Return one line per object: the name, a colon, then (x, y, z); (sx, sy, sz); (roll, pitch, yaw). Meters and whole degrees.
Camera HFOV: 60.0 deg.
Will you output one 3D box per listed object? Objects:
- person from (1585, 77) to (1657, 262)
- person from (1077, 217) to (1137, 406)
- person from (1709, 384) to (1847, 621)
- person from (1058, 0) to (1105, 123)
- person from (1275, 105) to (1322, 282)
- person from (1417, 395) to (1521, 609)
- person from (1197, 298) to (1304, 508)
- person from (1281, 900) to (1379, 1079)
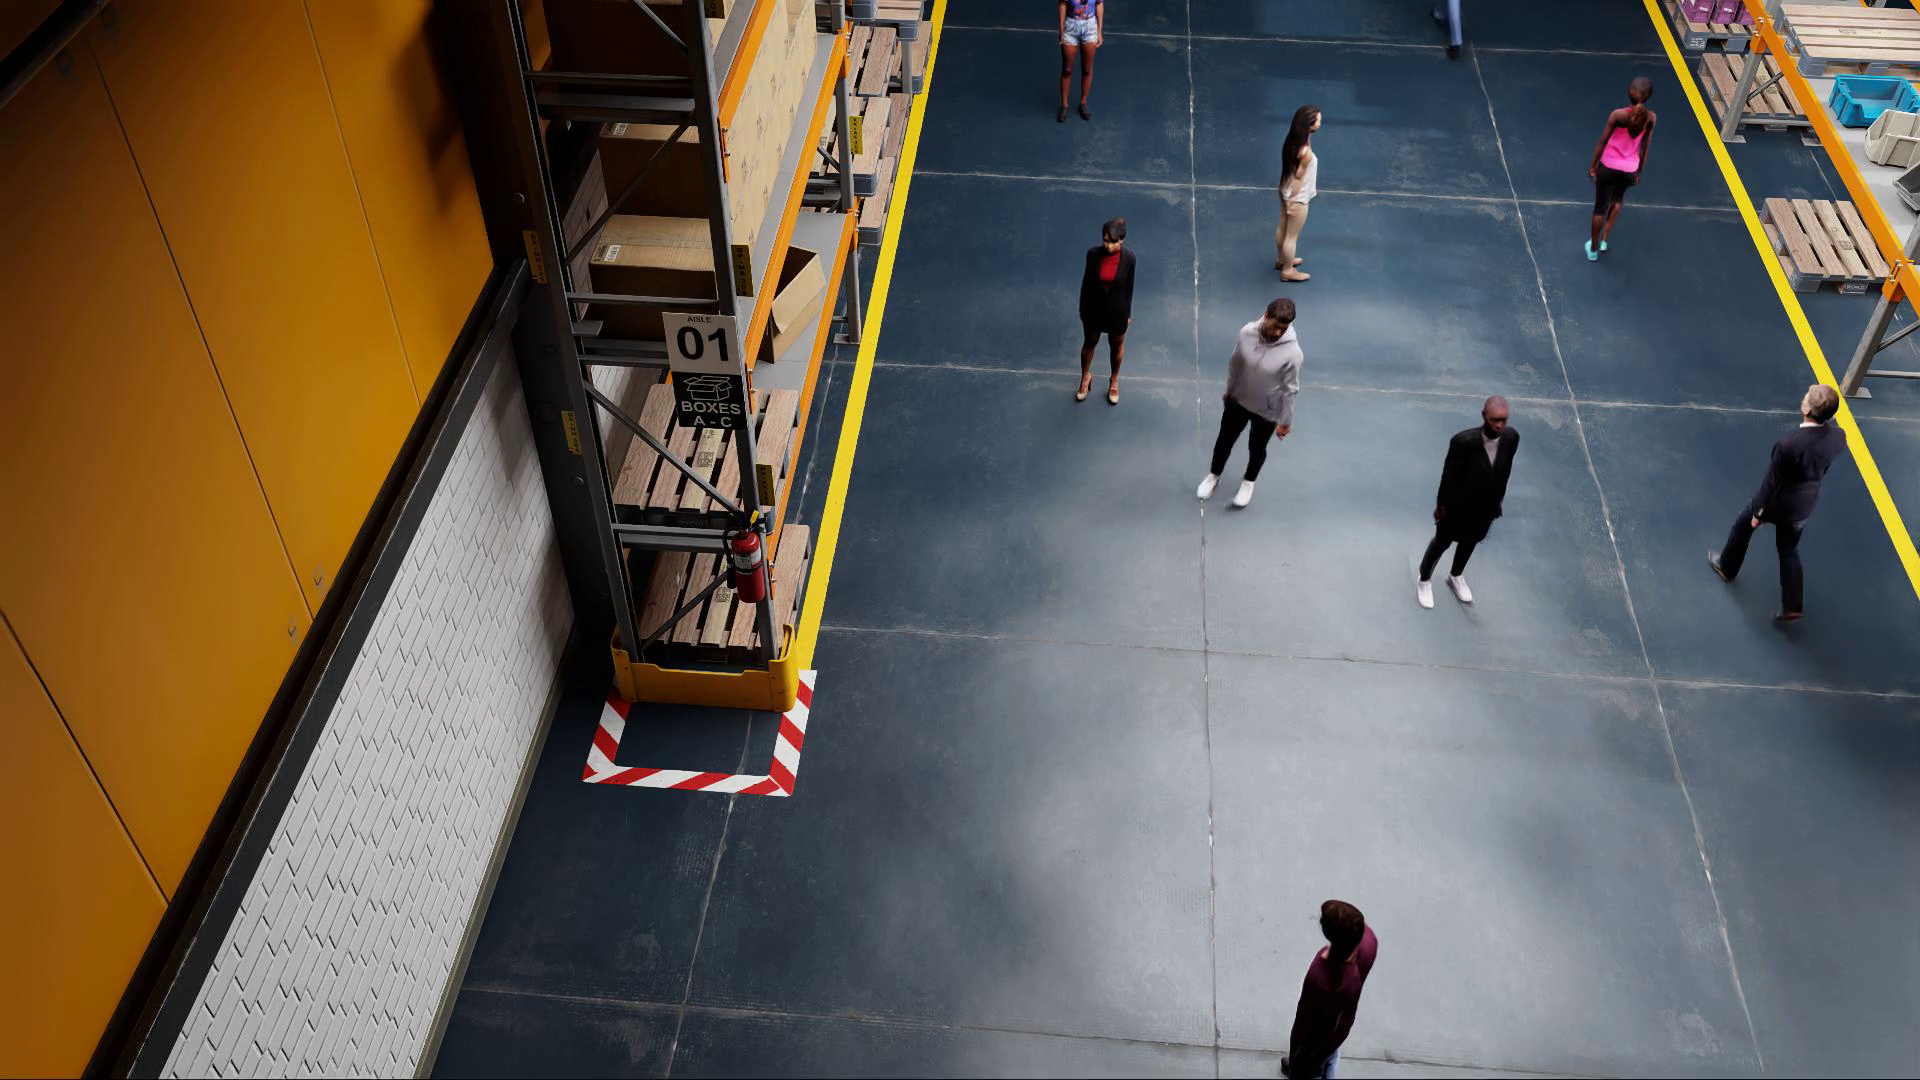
person: (5.643, -3.125, 14.242); (0.581, 1.715, 0.604); (6, 44, 6)
person: (1.126, -1.751, 12.854); (0.577, 1.640, 0.635); (7, 44, 7)
person: (5.582, -0.231, 11.149); (0.813, 1.791, 1.158); (-5, 44, -5)
person: (1.164, -4.917, 16.104); (0.631, 1.741, 0.593); (0, 44, 0)
person: (2.828, -2.935, 14.087); (0.672, 1.651, 0.614); (-26, 49, -24)
person: (3.439, -0.277, 11.219); (0.705, 1.761, 0.649); (-7, 44, -8)
person: (2.124, -1.025, 11.905); (0.867, 1.898, 0.887); (-34, 53, -31)
person: (1.835, 2.394, 8.353); (0.797, 1.847, 0.647); (21, 48, 21)
